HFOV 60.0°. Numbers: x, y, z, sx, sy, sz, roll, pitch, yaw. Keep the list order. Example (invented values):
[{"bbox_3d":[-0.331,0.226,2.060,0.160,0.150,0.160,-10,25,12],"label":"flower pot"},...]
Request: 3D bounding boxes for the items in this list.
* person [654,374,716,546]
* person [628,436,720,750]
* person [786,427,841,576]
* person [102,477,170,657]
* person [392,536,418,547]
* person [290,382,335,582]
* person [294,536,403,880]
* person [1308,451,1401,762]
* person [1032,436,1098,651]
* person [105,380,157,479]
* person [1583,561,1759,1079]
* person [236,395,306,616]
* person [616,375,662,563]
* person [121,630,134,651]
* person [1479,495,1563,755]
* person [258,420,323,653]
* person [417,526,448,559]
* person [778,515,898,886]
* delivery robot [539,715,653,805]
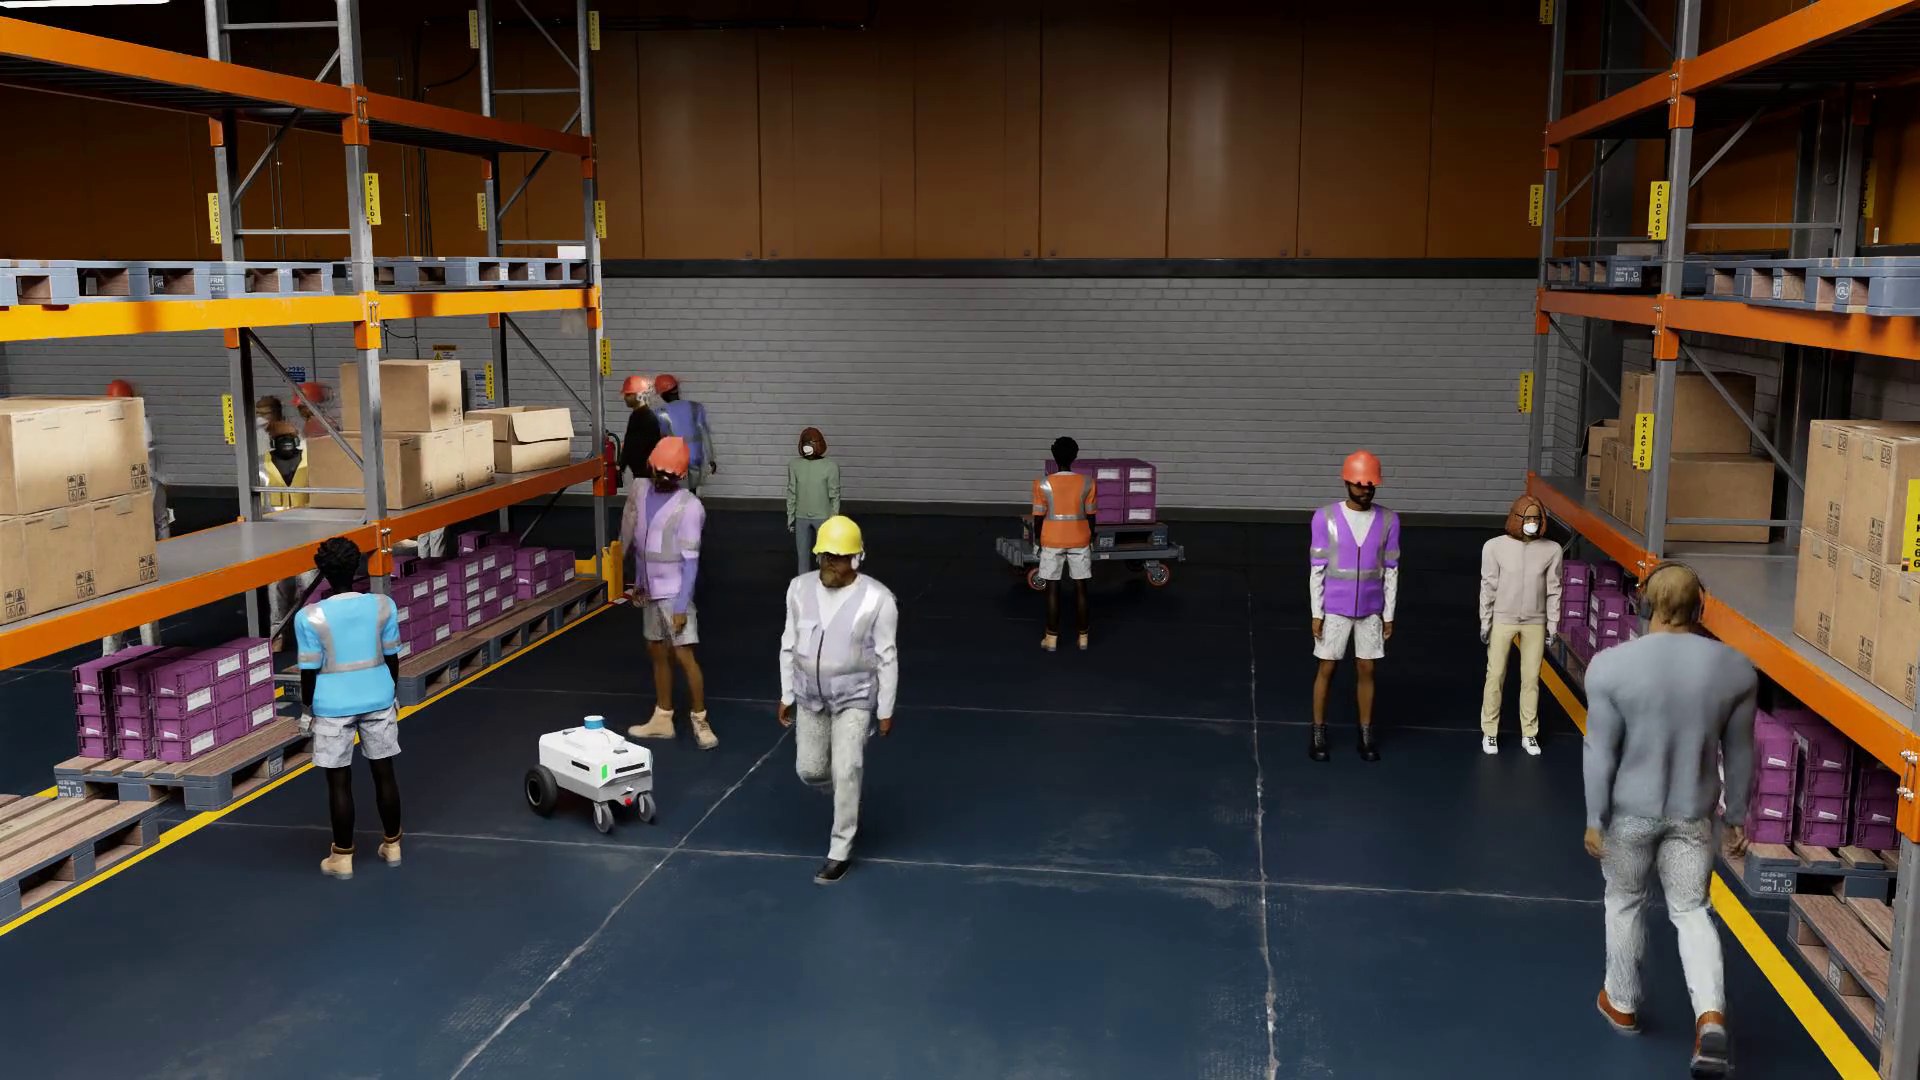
[{"bbox_3d":[-3.021,-0.865,18.087,0.630,1.873,0.780,-5,10,-28],"label":"person"},{"bbox_3d":[-1.854,0.329,10.412,0.392,1.991,0.723,-9,13,-43],"label":"person"},{"bbox_3d":[-1.288,-0.173,14.571,0.500,1.633,0.279,3,10,17],"label":"person"},{"bbox_3d":[-6.025,0.144,12.003,0.601,1.830,0.403,-3,10,-18],"label":"person"},{"bbox_3d":[-6.079,-0.850,18.100,0.429,1.845,0.621,-1,9,-6],"label":"person"},{"bbox_3d":[-5.991,-0.476,15.411,0.495,1.970,0.632,-9,13,-43],"label":"person"},{"bbox_3d":[-3.009,0.825,8.226,0.529,1.694,0.321,-8,12,-41],"label":"person"},{"bbox_3d":[2.391,0.413,10.088,0.547,1.925,0.425,0,9,1],"label":"person"},{"bbox_3d":[0.824,0.033,13.099,0.534,1.697,0.322,-1,9,-7],"label":"person"},{"bbox_3d":[-8.249,-0.612,16.409,0.546,1.912,0.683,5,11,31],"label":"person"},{"bbox_3d":[2.669,1.041,6.246,0.640,1.916,0.847,1,9,6],"label":"person"},{"bbox_3d":[-5.944,-0.282,14.373,0.648,1.909,0.822,2,10,15],"label":"person"},{"bbox_3d":[-3.269,-0.649,16.505,0.958,1.949,0.615,-3,10,-19],"label":"person"},{"bbox_3d":[-6.397,0.002,12.648,0.404,1.911,0.636,-4,10,-24],"label":"person"},{"bbox_3d":[3.456,0.526,10.285,0.497,1.629,0.277,1,9,4],"label":"person"},{"bbox_3d":[-5.254,-0.029,13.082,0.632,1.836,0.430,-4,10,-22],"label":"person"},{"bbox_3d":[-4.793,-0.396,15.181,0.356,1.883,0.574,-8,12,-42],"label":"person"},{"bbox_3d":[-0.583,0.757,8.275,0.609,1.815,0.641,4,10,21],"label":"person"},{"bbox_3d":[-1.993,1.204,9.090,0.477,0.478,0.707,-9,13,-43],"label":"delivery robot"}]
